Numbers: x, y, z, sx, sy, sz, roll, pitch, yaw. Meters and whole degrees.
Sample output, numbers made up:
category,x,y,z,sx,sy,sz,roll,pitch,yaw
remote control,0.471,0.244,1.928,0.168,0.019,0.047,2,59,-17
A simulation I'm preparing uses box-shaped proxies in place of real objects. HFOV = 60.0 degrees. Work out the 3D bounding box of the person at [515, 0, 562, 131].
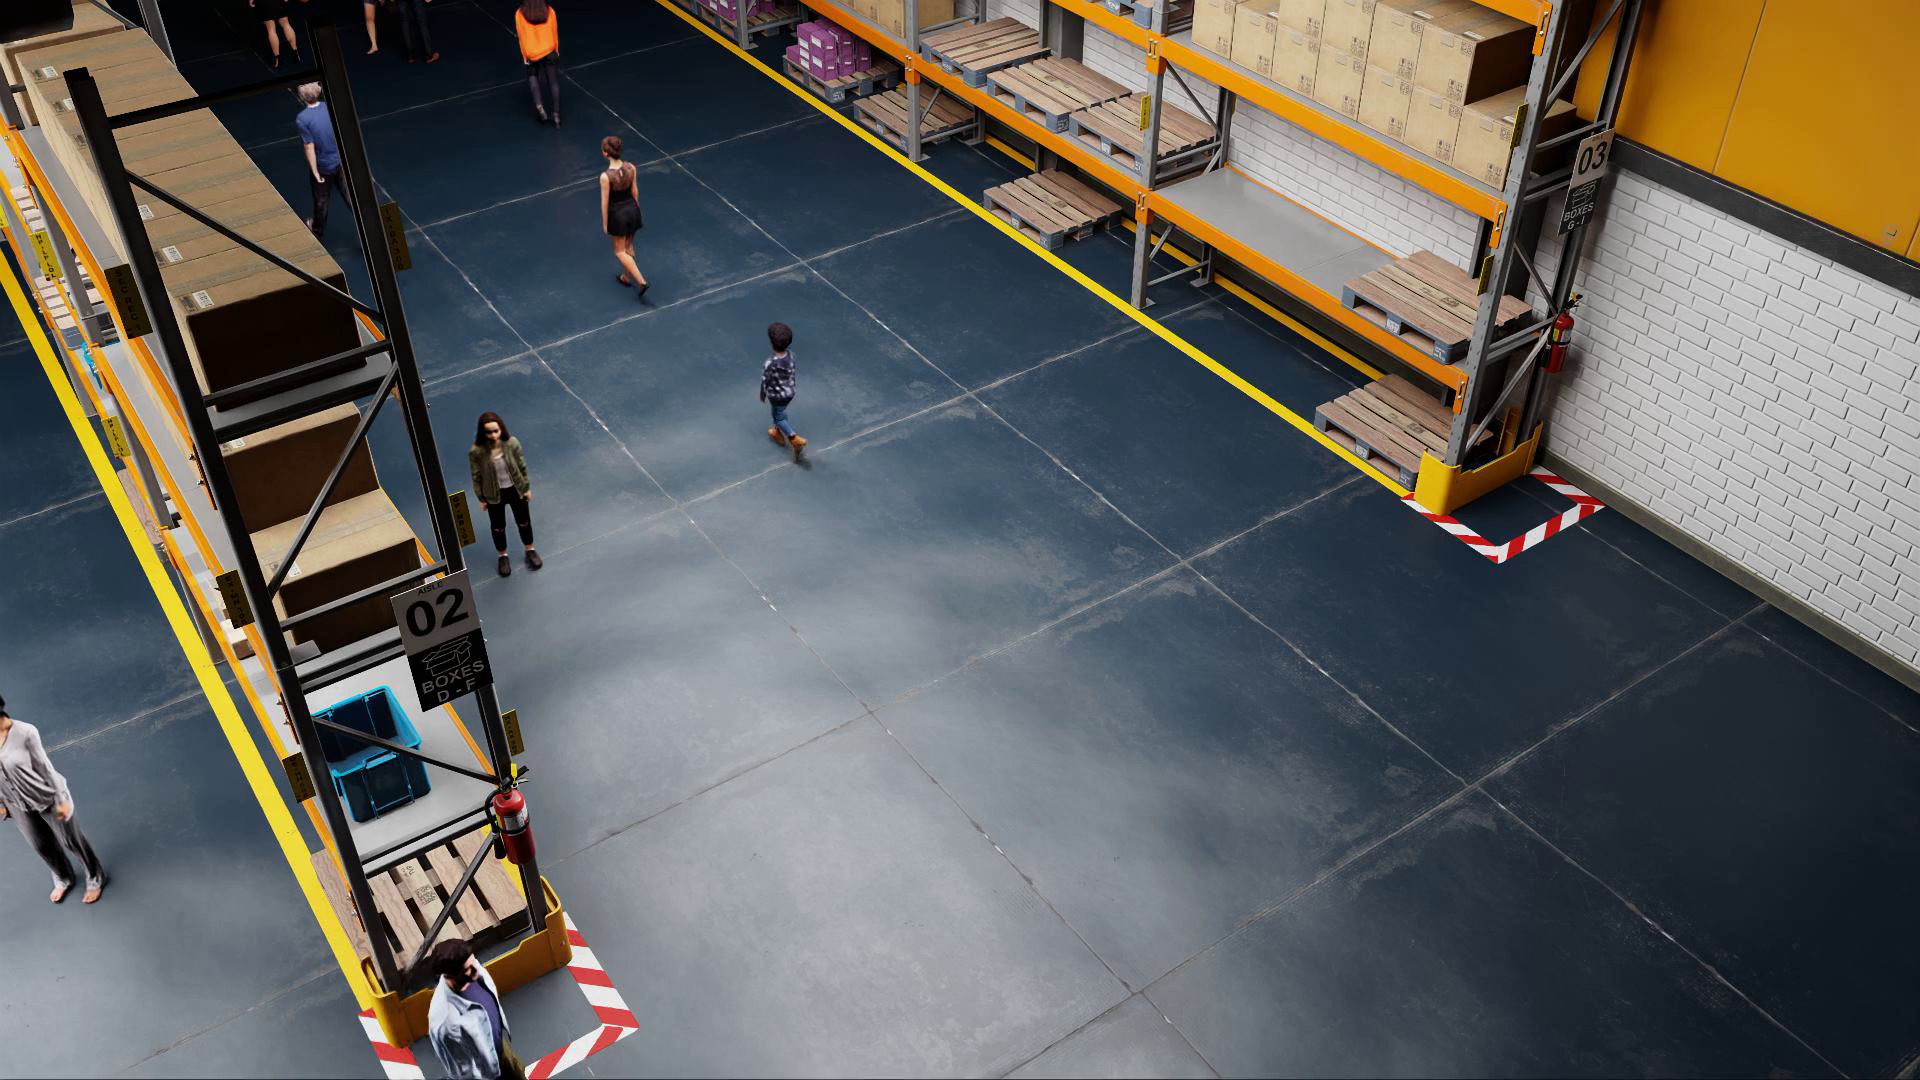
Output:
category,x,y,z,sx,sy,sz,roll,pitch,yaw
person,-4.831,-5.586,19.253,0.698,1.740,0.706,-11,40,-13

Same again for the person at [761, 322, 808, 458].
category,x,y,z,sx,sy,sz,roll,pitch,yaw
person,-1.516,-1.273,14.255,0.819,1.237,0.600,30,48,32

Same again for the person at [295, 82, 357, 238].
category,x,y,z,sx,sy,sz,roll,pitch,yaw
person,-6.324,-3.764,16.910,1.255,1.816,0.885,28,47,31

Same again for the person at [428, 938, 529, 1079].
category,x,y,z,sx,sy,sz,roll,pitch,yaw
person,-2.630,2.750,8.777,1.189,1.786,1.162,4,39,5

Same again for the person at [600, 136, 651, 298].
category,x,y,z,sx,sy,sz,roll,pitch,yaw
person,-3.263,-3.128,16.231,0.673,1.669,0.930,-32,48,-33

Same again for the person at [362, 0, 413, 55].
category,x,y,z,sx,sy,sz,roll,pitch,yaw
person,-7.415,-7.048,21.256,1.030,1.524,0.988,14,41,17

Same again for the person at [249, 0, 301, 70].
category,x,y,z,sx,sy,sz,roll,pitch,yaw
person,-8.600,-6.734,20.708,0.675,1.717,0.607,-27,46,-30

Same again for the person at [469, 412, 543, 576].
category,x,y,z,sx,sy,sz,roll,pitch,yaw
person,-3.550,-0.380,12.947,0.610,1.474,0.554,-15,41,-18

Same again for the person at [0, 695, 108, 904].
category,x,y,z,sx,sy,sz,roll,pitch,yaw
person,-5.710,1.568,10.270,0.666,1.770,0.681,-3,39,-4

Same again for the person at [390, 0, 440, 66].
category,x,y,z,sx,sy,sz,roll,pitch,yaw
person,-6.902,-6.848,20.787,0.769,1.797,0.787,0,39,0
